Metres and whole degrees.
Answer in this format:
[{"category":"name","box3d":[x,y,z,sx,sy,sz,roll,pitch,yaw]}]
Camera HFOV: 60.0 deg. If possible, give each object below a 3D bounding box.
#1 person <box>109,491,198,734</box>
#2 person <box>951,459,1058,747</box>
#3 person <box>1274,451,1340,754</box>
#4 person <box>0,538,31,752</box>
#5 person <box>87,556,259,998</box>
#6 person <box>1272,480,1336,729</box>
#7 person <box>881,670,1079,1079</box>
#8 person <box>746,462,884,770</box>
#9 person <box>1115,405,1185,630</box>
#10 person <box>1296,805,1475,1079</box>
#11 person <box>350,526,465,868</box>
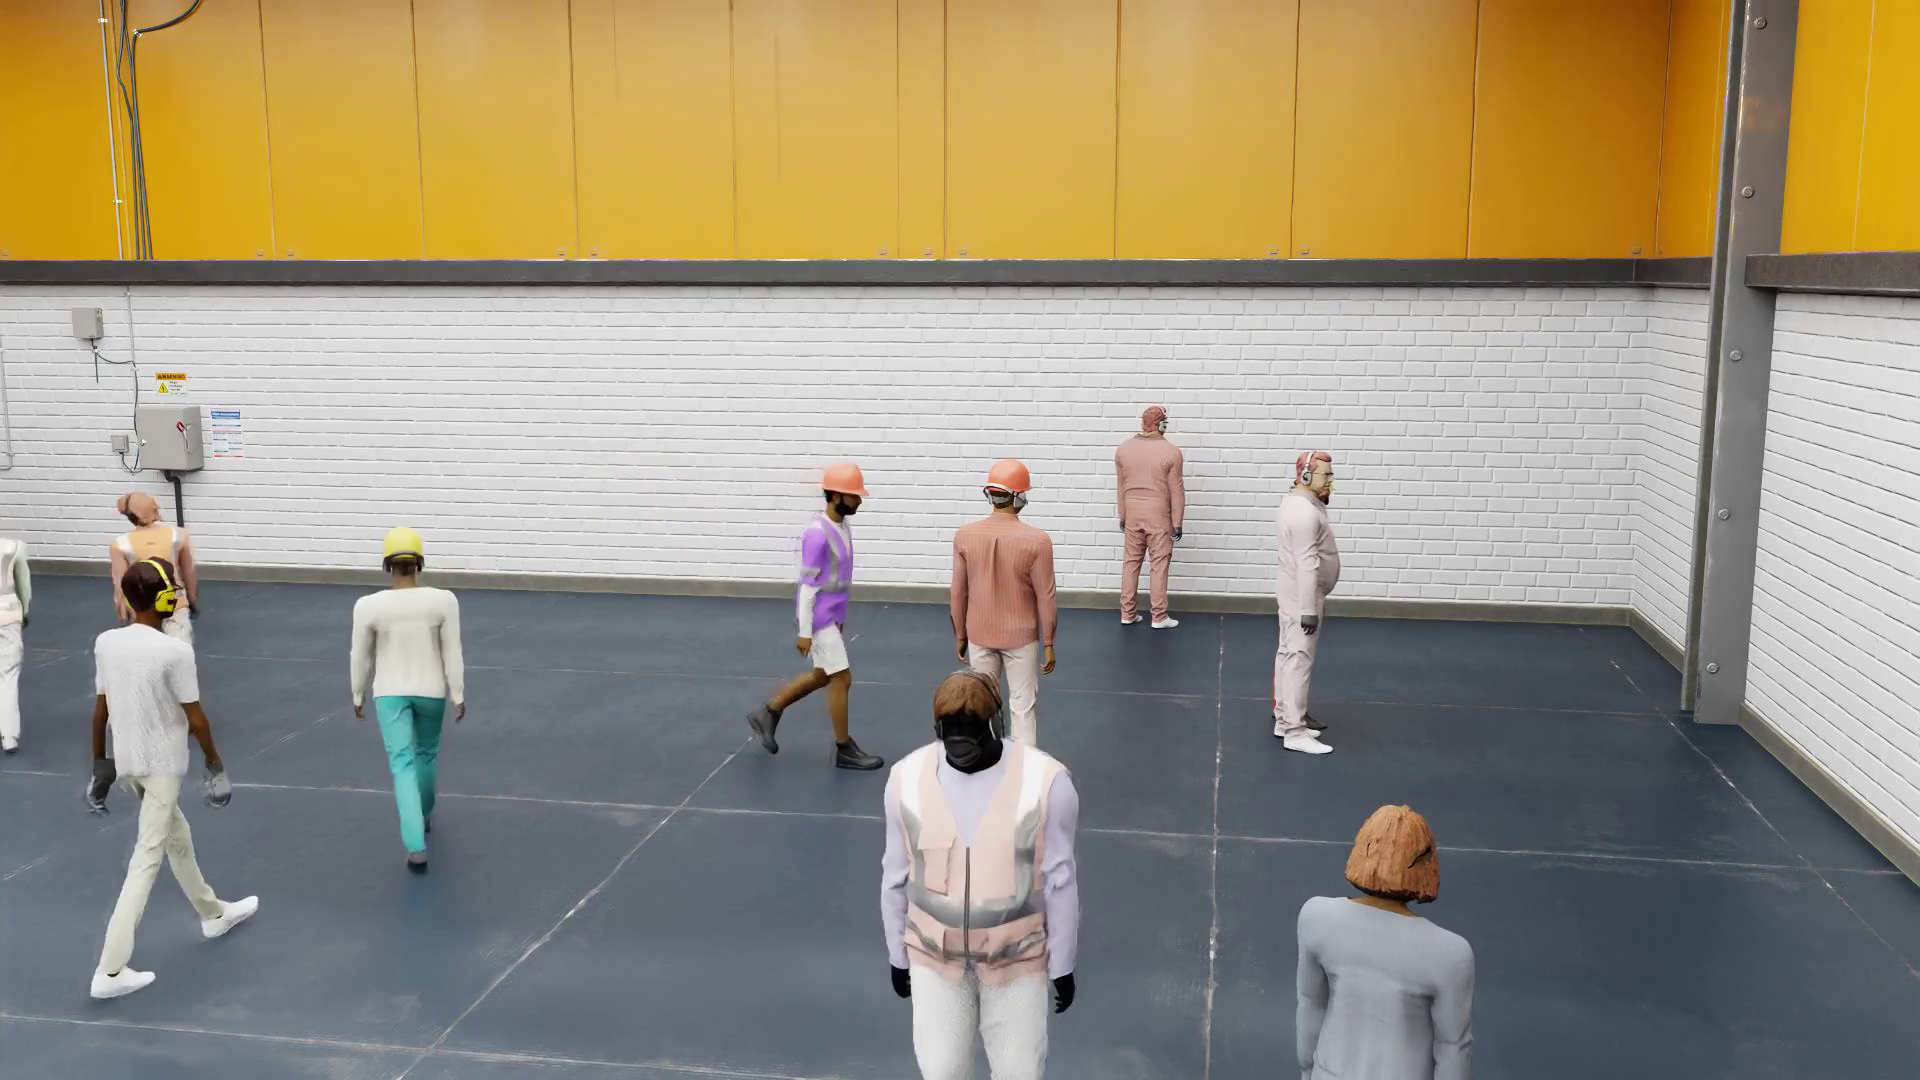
[{"category":"person","box3d":[-5.262,0.474,10.957,0.534,1.603,0.810,-7,11,-37]},{"category":"person","box3d":[0.258,0.537,9.322,0.623,1.992,0.391,4,10,24]},{"category":"person","box3d":[2.204,0.382,10.562,0.399,1.905,0.642,1,9,3]},{"category":"person","box3d":[-6.193,0.536,10.607,0.497,1.591,0.873,-5,10,-26]},{"category":"person","box3d":[-3.458,0.975,7.183,0.552,1.817,1.000,4,10,22]},{"category":"person","box3d":[2.311,0.374,11.070,0.349,1.758,0.521,-2,9,-12]},{"category":"person","box3d":[0.066,1.282,5.261,0.640,1.825,0.618,2,9,10]},{"category":"person","box3d":[-0.913,0.456,10.138,0.836,1.901,0.561,2,9,13]},{"category":"person","box3d":[1.629,-0.192,14.127,0.643,1.900,0.403,6,11,33]},{"category":"person","box3d":[1.126,1.508,4.480,0.494,1.624,0.280,7,11,35]},{"category":"person","box3d":[-2.867,0.785,8.637,0.540,1.714,0.904,-4,10,-25]}]
